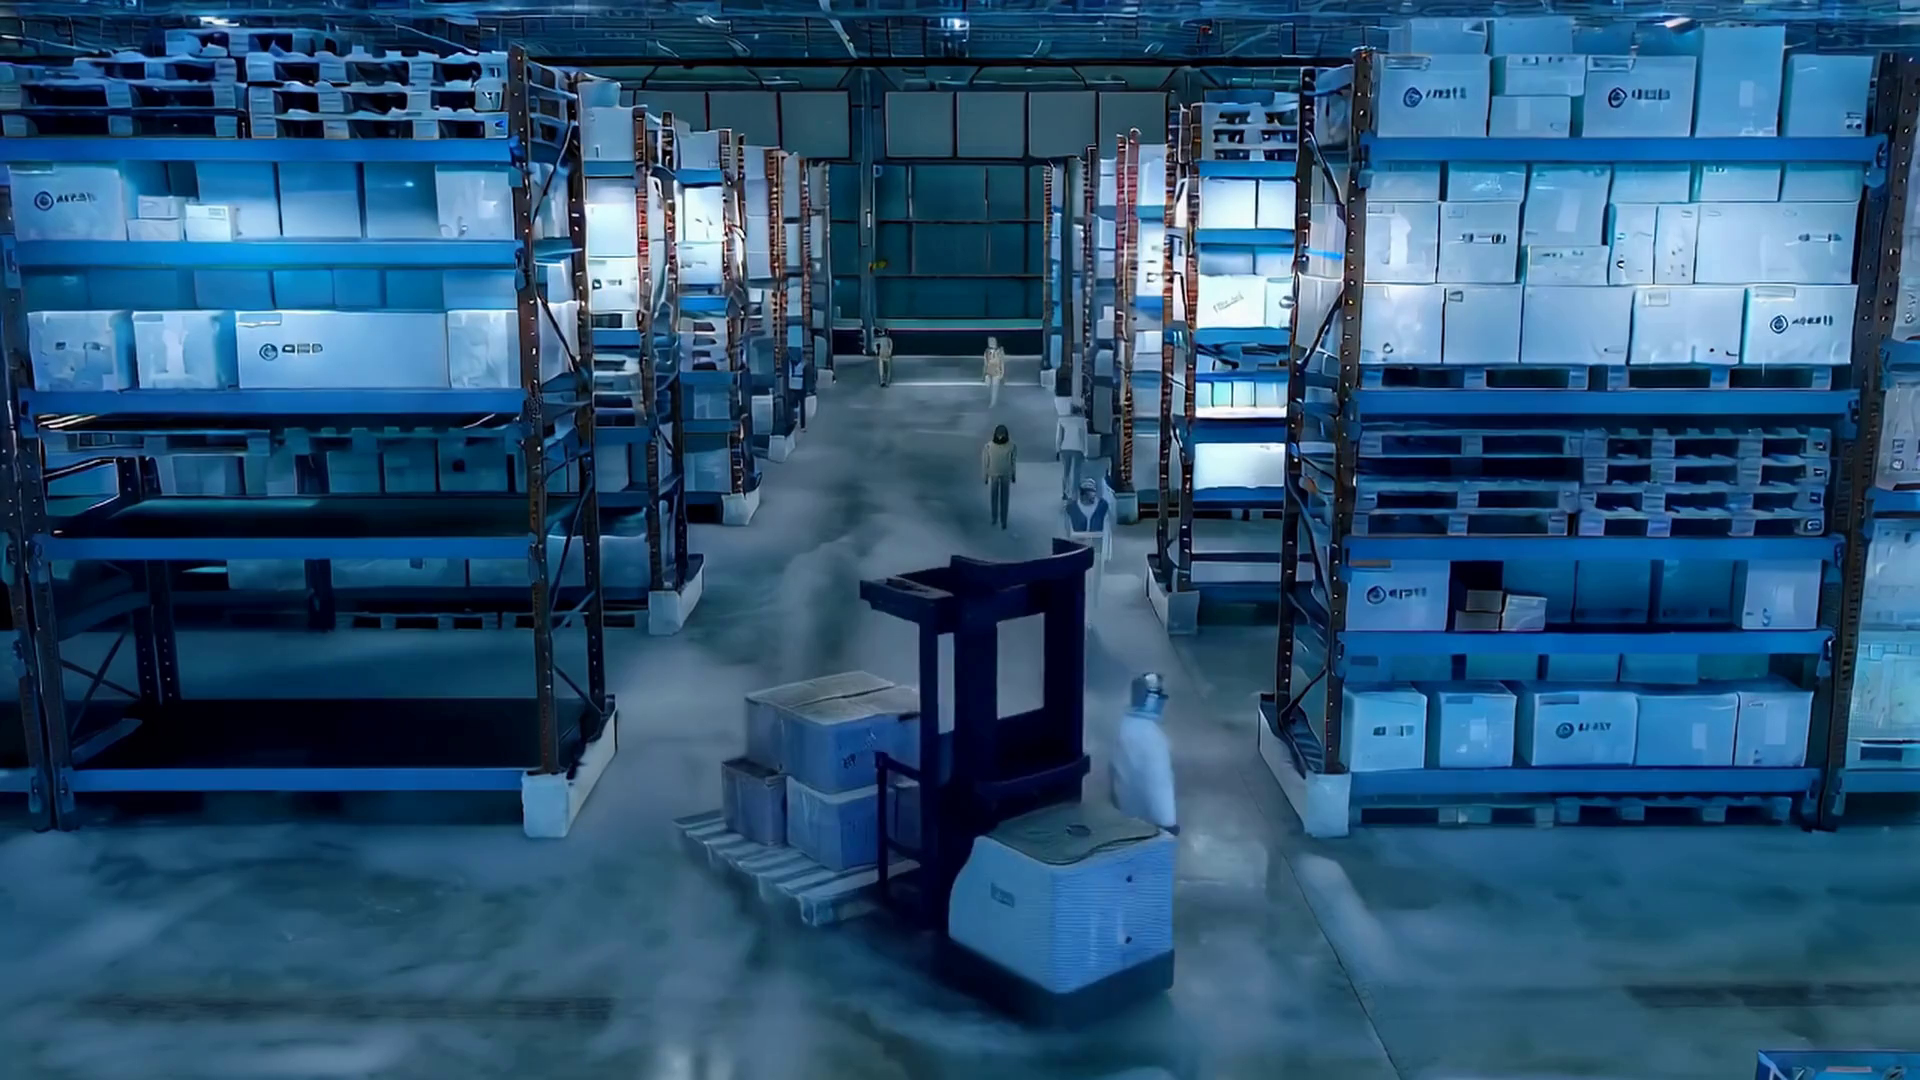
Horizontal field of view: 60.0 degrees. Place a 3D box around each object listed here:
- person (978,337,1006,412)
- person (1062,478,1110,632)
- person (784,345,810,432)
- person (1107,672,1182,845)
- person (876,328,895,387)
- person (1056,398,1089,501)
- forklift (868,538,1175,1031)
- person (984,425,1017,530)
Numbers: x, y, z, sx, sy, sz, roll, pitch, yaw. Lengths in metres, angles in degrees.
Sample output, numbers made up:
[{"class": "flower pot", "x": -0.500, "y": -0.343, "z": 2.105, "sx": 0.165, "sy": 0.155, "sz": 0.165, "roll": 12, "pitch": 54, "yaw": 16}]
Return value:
[{"class": "person", "x": 0.725, "y": -3.976, "z": 40.072, "sx": 0.661, "sy": 1.804, "sz": 0.887, "roll": 6, "pitch": 13, "yaw": 26}, {"class": "person", "x": 1.464, "y": 0.179, "z": 19.405, "sx": 0.580, "sy": 1.827, "sz": 0.526, "roll": 0, "pitch": 11, "yaw": 1}, {"class": "person", "x": -3.587, "y": -3.327, "z": 36.584, "sx": 0.587, "sy": 1.920, "sz": 0.390, "roll": 4, "pitch": 12, "yaw": 20}, {"class": "person", "x": 1.253, "y": 1.814, "z": 11.195, "sx": 0.534, "sy": 1.889, "sz": 0.654, "roll": -3, "pitch": 12, "yaw": -12}, {"class": "person", "x": -2.042, "y": -5.001, "z": 45.588, "sx": 0.500, "sy": 1.633, "sz": 0.285, "roll": 0, "pitch": 11, "yaw": 2}, {"class": "person", "x": 1.925, "y": -1.536, "z": 28.137, "sx": 0.539, "sy": 1.732, "sz": 0.611, "roll": 5, "pitch": 12, "yaw": 23}, {"class": "forklift", "x": 0.402, "y": 1.420, "z": 10.662, "sx": 1.129, "sy": 2.768, "sz": 1.873, "roll": -9, "pitch": 15, "yaw": -38}, {"class": "person", "x": 0.628, "y": -1.001, "z": 25.796, "sx": 0.506, "sy": 1.609, "sz": 0.705, "roll": 0, "pitch": 11, "yaw": -1}]
